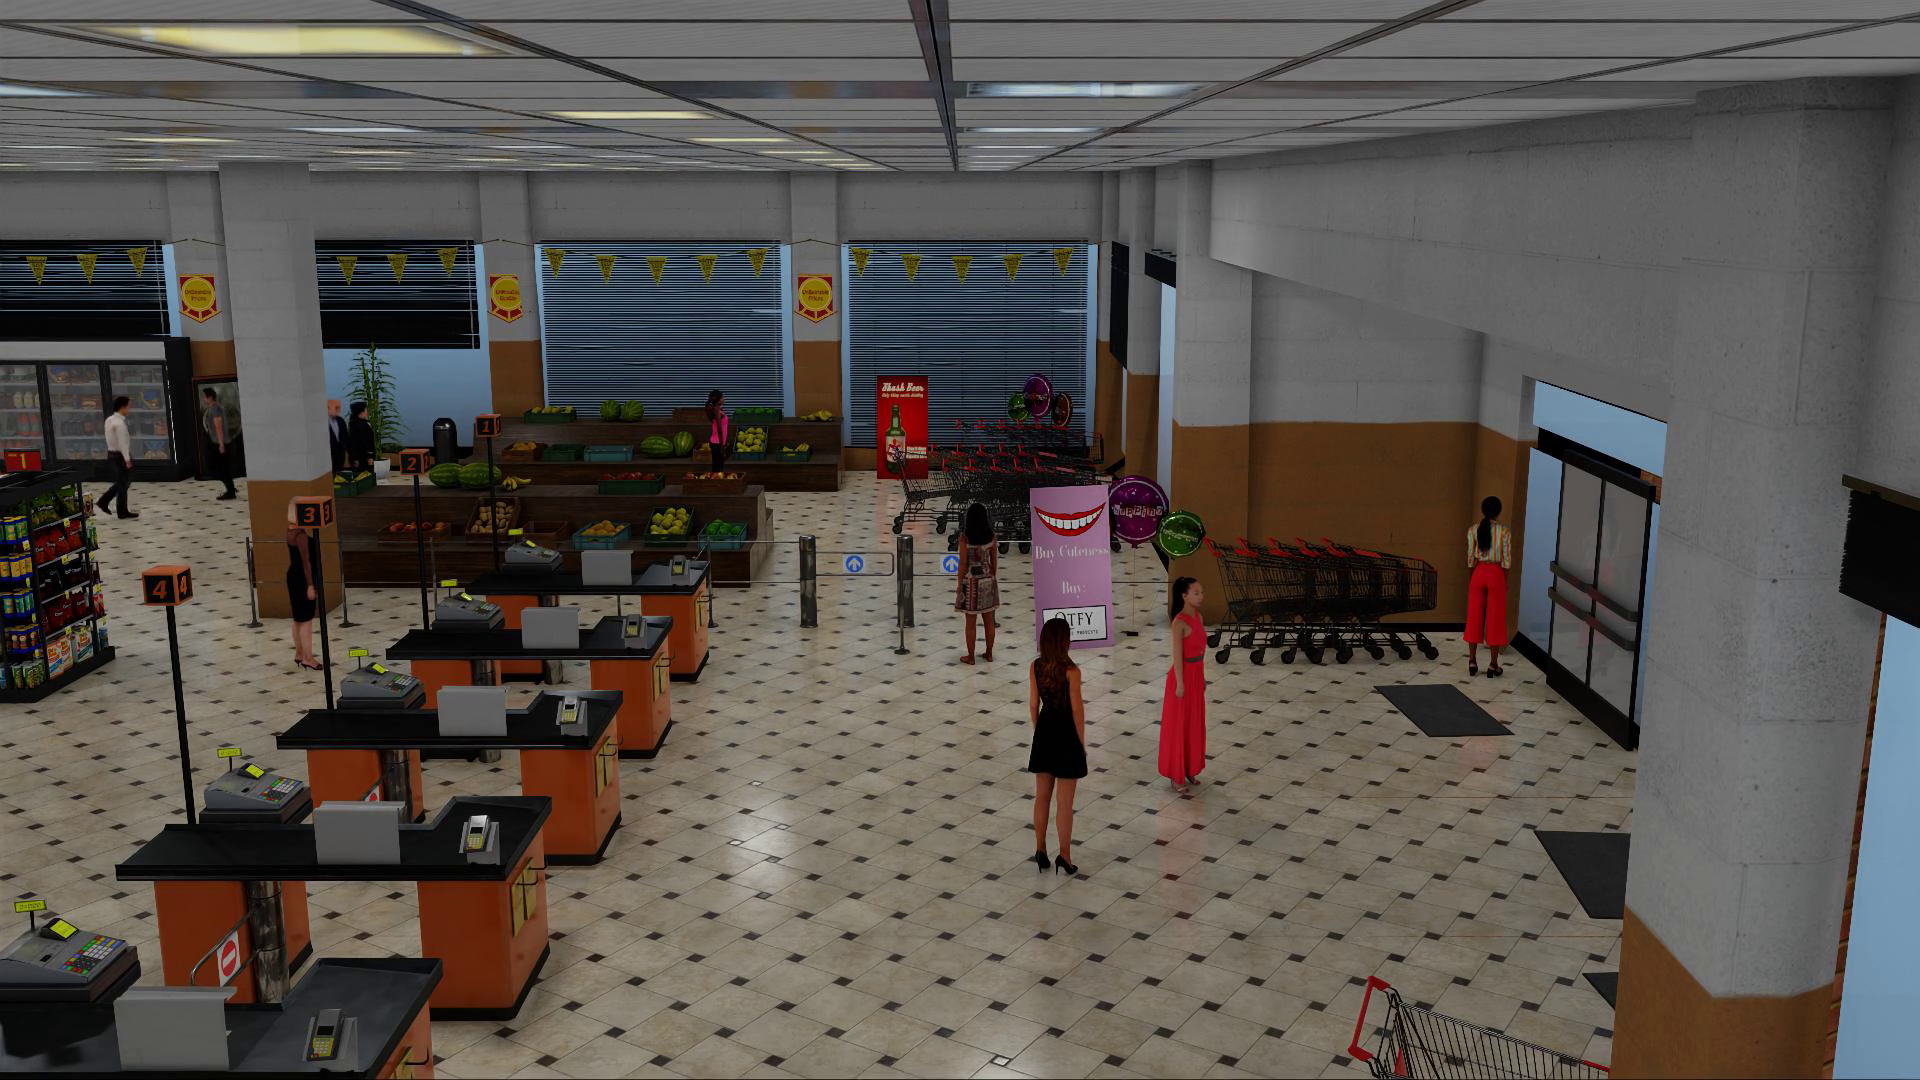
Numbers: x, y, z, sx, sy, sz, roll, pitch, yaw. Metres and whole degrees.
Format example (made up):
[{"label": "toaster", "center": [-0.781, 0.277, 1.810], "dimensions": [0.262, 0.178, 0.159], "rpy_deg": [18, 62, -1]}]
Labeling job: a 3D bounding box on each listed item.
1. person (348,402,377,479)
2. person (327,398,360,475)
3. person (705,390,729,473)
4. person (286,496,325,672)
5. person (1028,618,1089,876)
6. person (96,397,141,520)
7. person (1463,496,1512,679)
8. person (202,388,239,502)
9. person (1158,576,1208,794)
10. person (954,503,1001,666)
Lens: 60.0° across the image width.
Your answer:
[{"label": "person", "center": [-8.758, -1.187, 24.355], "dimensions": [0.842, 1.671, 0.809], "rpy_deg": [-9, 15, -37]}, {"label": "person", "center": [-9.073, -1.149, 23.926], "dimensions": [0.965, 1.773, 0.875], "rpy_deg": [6, 13, 26]}, {"label": "person", "center": [-3.708, -1.440, 25.431], "dimensions": [0.639, 1.723, 0.630], "rpy_deg": [-4, 12, -18]}, {"label": "person", "center": [-6.540, 0.427, 16.511], "dimensions": [0.695, 1.744, 0.666], "rpy_deg": [-8, 15, -35]}, {"label": "person", "center": [0.665, 1.431, 11.523], "dimensions": [0.627, 1.835, 0.724], "rpy_deg": [8, 14, 32]}, {"label": "person", "center": [-12.194, -1.155, 23.932], "dimensions": [0.971, 1.782, 0.910], "rpy_deg": [-11, 16, -42]}, {"label": "person", "center": [5.165, 0.451, 16.281], "dimensions": [0.642, 1.792, 0.746], "rpy_deg": [8, 14, 32]}, {"label": "person", "center": [-11.273, -1.473, 25.563], "dimensions": [0.745, 1.732, 0.749], "rpy_deg": [-5, 13, -23]}, {"label": "person", "center": [1.795, 1.134, 13.197], "dimensions": [0.746, 1.727, 0.712], "rpy_deg": [8, 15, 35]}, {"label": "person", "center": [0.178, 0.429, 16.741], "dimensions": [0.636, 1.645, 0.783], "rpy_deg": [-6, 13, -26]}]
